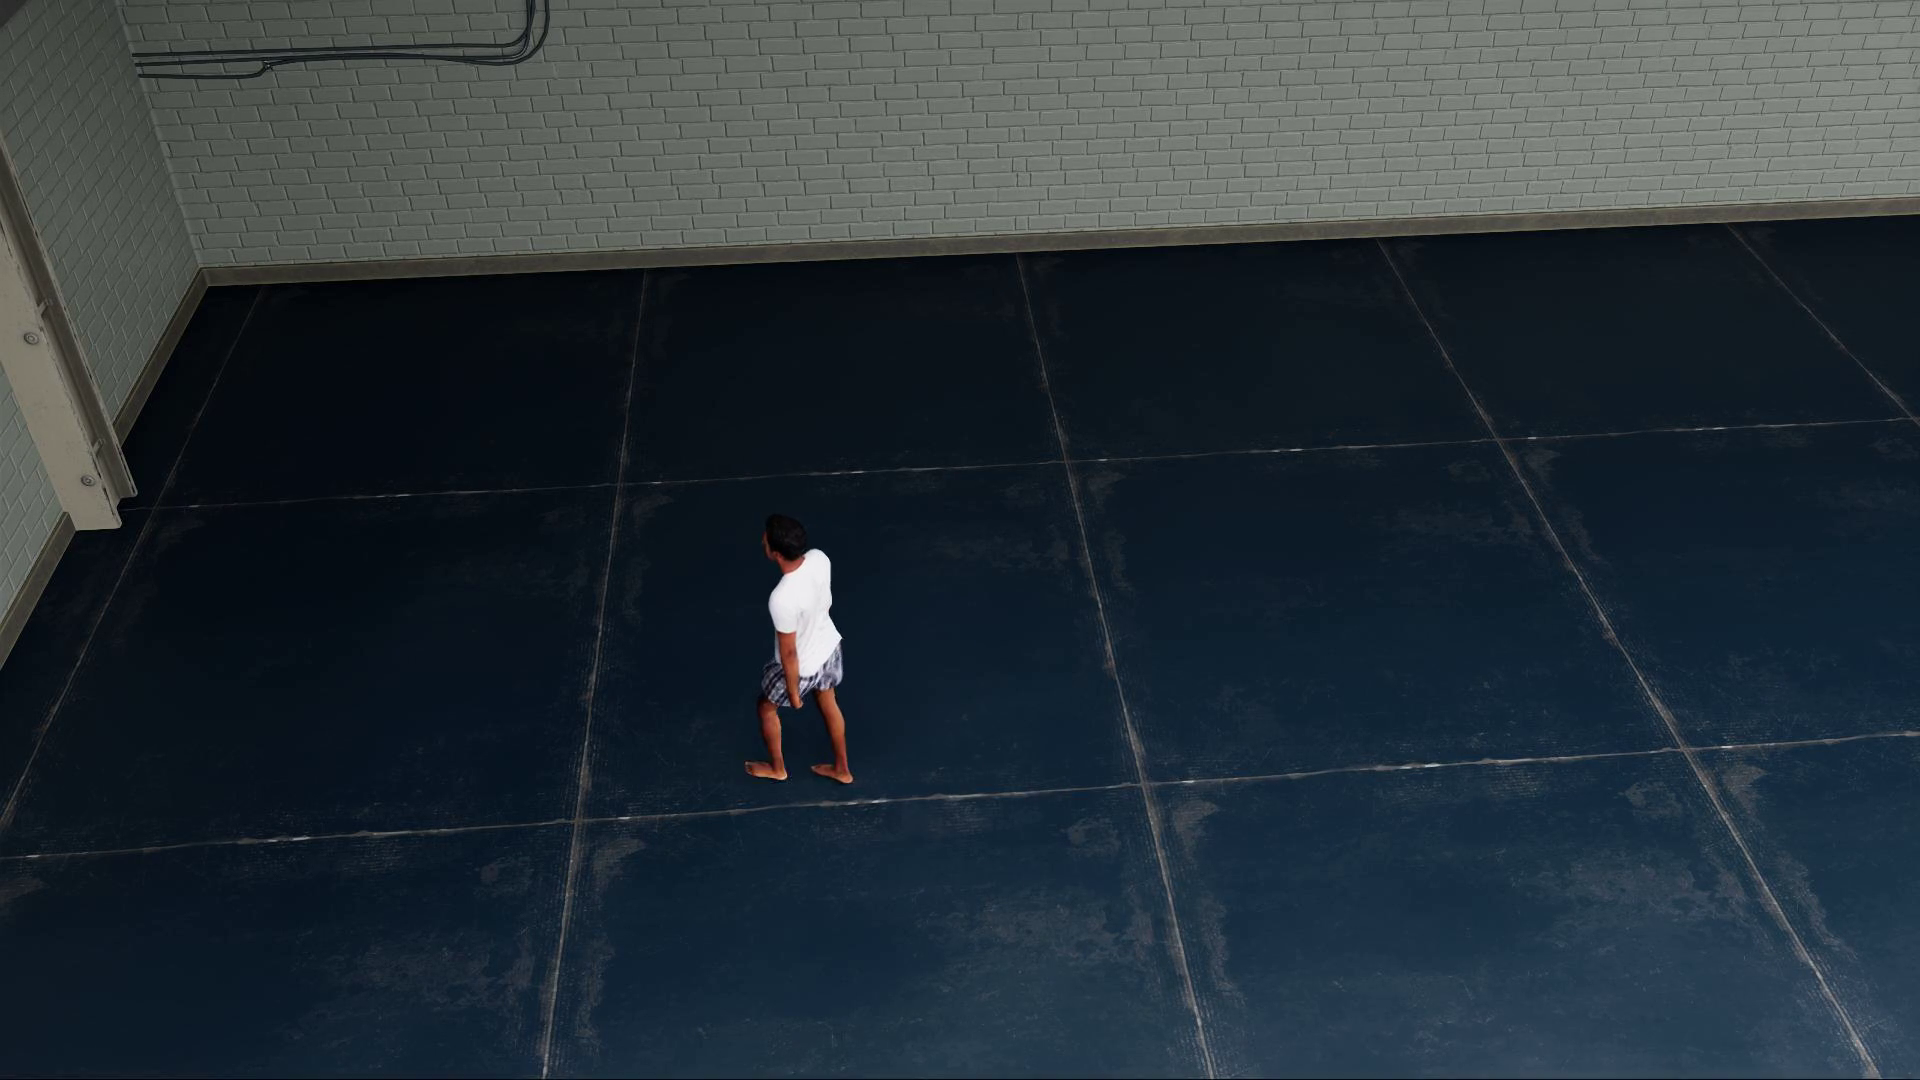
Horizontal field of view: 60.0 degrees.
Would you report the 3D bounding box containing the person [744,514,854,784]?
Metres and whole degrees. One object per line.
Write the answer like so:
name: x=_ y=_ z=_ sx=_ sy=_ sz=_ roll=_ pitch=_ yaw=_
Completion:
person: x=-0.706 y=0.618 z=8.405 sx=0.934 sy=1.708 sz=0.889 roll=20 pitch=42 yaw=24
